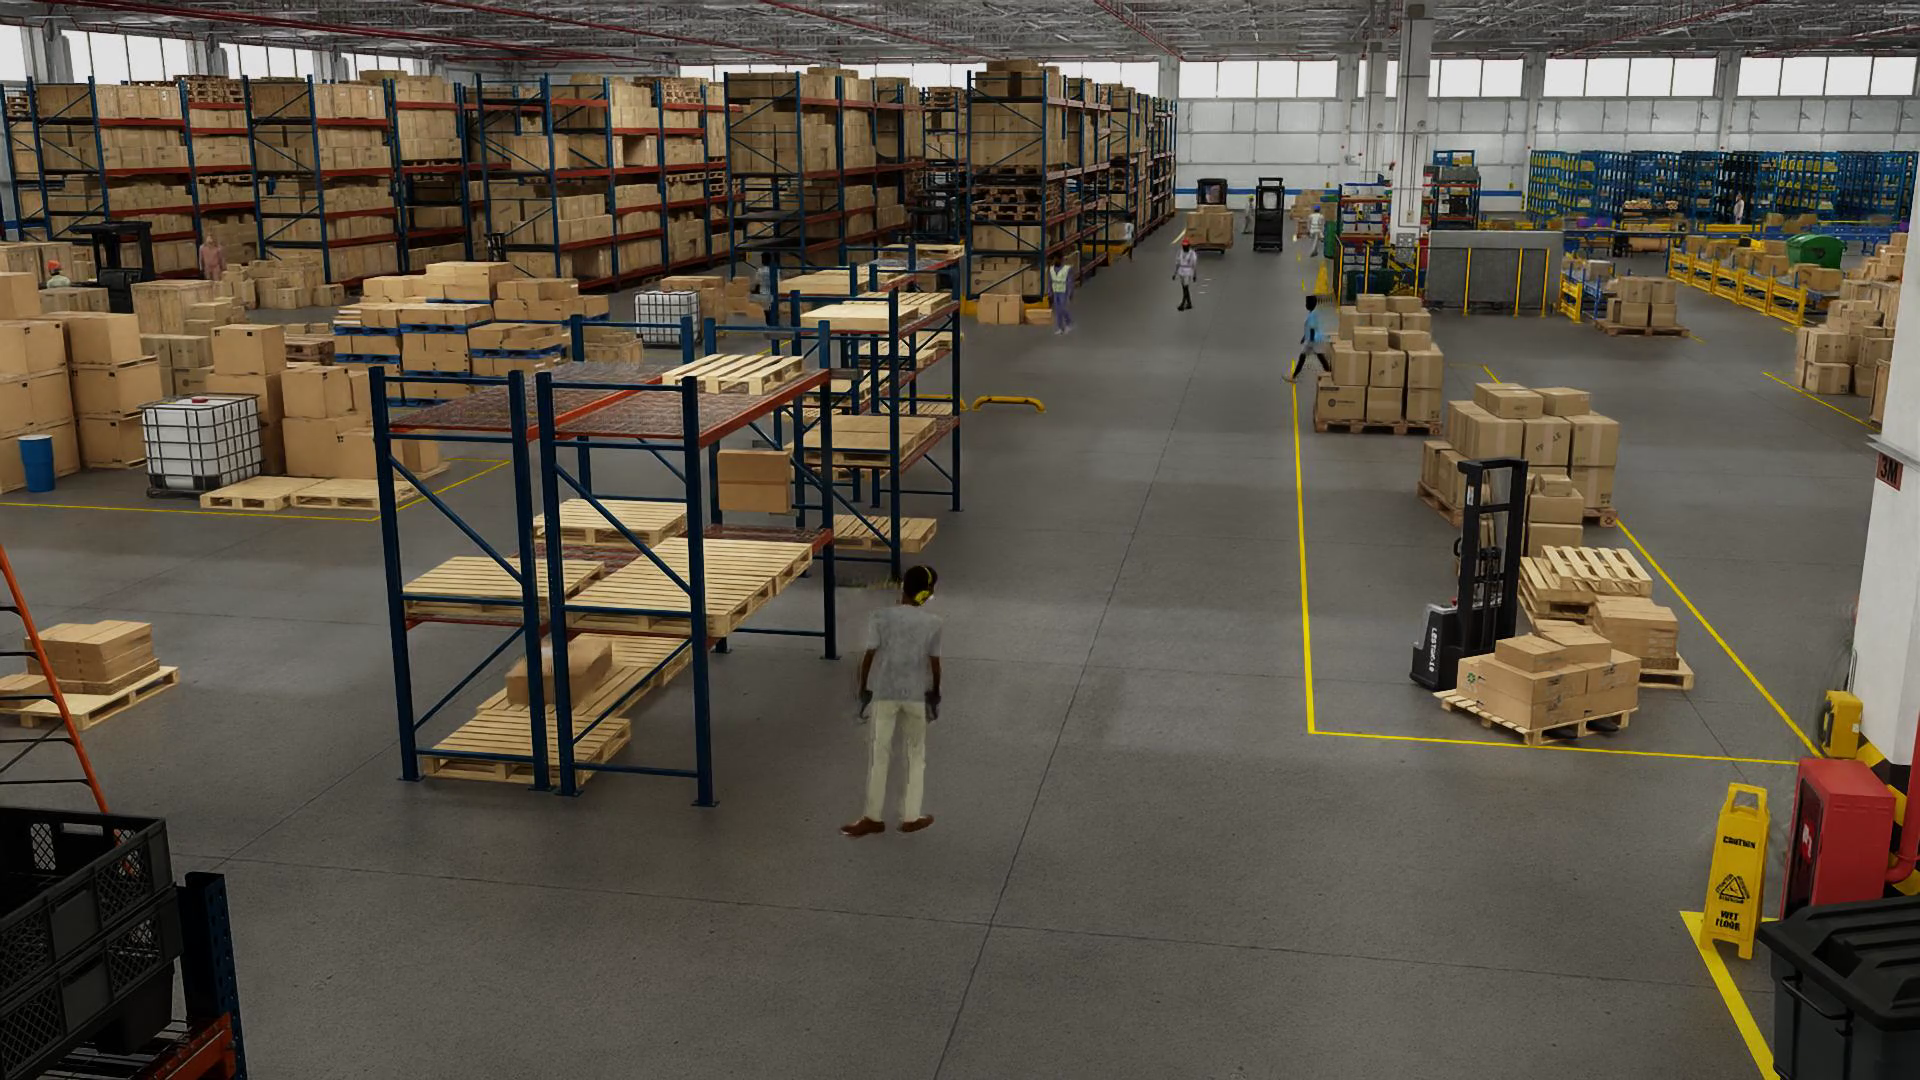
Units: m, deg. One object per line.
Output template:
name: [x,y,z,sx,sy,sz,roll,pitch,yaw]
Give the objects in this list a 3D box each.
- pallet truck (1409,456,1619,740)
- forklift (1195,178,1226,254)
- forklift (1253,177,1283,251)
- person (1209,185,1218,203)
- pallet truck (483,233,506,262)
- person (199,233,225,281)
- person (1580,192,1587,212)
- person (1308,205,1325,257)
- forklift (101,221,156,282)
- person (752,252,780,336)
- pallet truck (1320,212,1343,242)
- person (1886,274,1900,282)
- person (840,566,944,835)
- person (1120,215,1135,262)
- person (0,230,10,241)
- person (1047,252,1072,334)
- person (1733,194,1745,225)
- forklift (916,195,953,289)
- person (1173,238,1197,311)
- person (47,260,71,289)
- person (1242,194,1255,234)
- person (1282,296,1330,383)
pallet truck: [4.504,0.400,13.395,0.823,1.965,1.885,-6,15,-23]
forklift: [9.623,-12.408,63.578,1.129,2.768,1.873,3,14,10]
forklift: [12.083,-12.747,64.956,1.129,2.768,1.873,3,14,10]
person: [13.542,-18.213,89.273,0.660,1.852,1.010,-11,17,-37]
pallet truck: [-11.832,-7.026,43.548,1.885,1.965,0.823,8,16,28]
person: [-20.429,-7.447,45.474,0.659,1.890,0.590,-2,14,-8]
person: [30.022,-15.981,80.290,0.823,1.816,0.570,-2,14,-7]
person: [13.277,-11.529,62.045,0.611,1.905,0.985,10,17,35]
forklift: [-16.772,-5.071,33.793,1.129,2.768,1.873,3,14,10]
person: [-4.420,-5.541,37.640,0.766,1.939,0.629,11,17,37]
pallet truck: [15.874,-13.227,70.310,0.680,1.201,1.601,10,17,35]
person: [17.744,-4.148,31.999,0.508,1.927,0.646,8,16,30]
person: [-0.475,1.070,11.047,0.726,1.830,0.324,-1,14,-6]
person: [6.004,-10.764,59.351,0.581,1.684,0.543,-4,14,-15]
person: [-30.191,-9.008,52.421,0.793,1.578,0.525,9,16,32]
person: [2.301,-5.679,38.312,0.603,1.890,0.473,11,17,37]
person: [33.965,-14.143,72.630,0.410,1.909,0.643,2,14,10]
forklift: [-0.760,-8.344,47.079,1.129,2.768,1.873,3,14,10]
person: [5.909,-6.946,43.469,0.551,1.893,0.985,11,17,37]
person: [-18.639,-4.788,34.466,0.375,1.995,0.611,2,14,10]
person: [13.226,-14.750,75.333,0.874,1.787,0.590,4,14,14]
person: [6.503,-3.691,30.752,0.941,1.635,0.533,5,15,21]
